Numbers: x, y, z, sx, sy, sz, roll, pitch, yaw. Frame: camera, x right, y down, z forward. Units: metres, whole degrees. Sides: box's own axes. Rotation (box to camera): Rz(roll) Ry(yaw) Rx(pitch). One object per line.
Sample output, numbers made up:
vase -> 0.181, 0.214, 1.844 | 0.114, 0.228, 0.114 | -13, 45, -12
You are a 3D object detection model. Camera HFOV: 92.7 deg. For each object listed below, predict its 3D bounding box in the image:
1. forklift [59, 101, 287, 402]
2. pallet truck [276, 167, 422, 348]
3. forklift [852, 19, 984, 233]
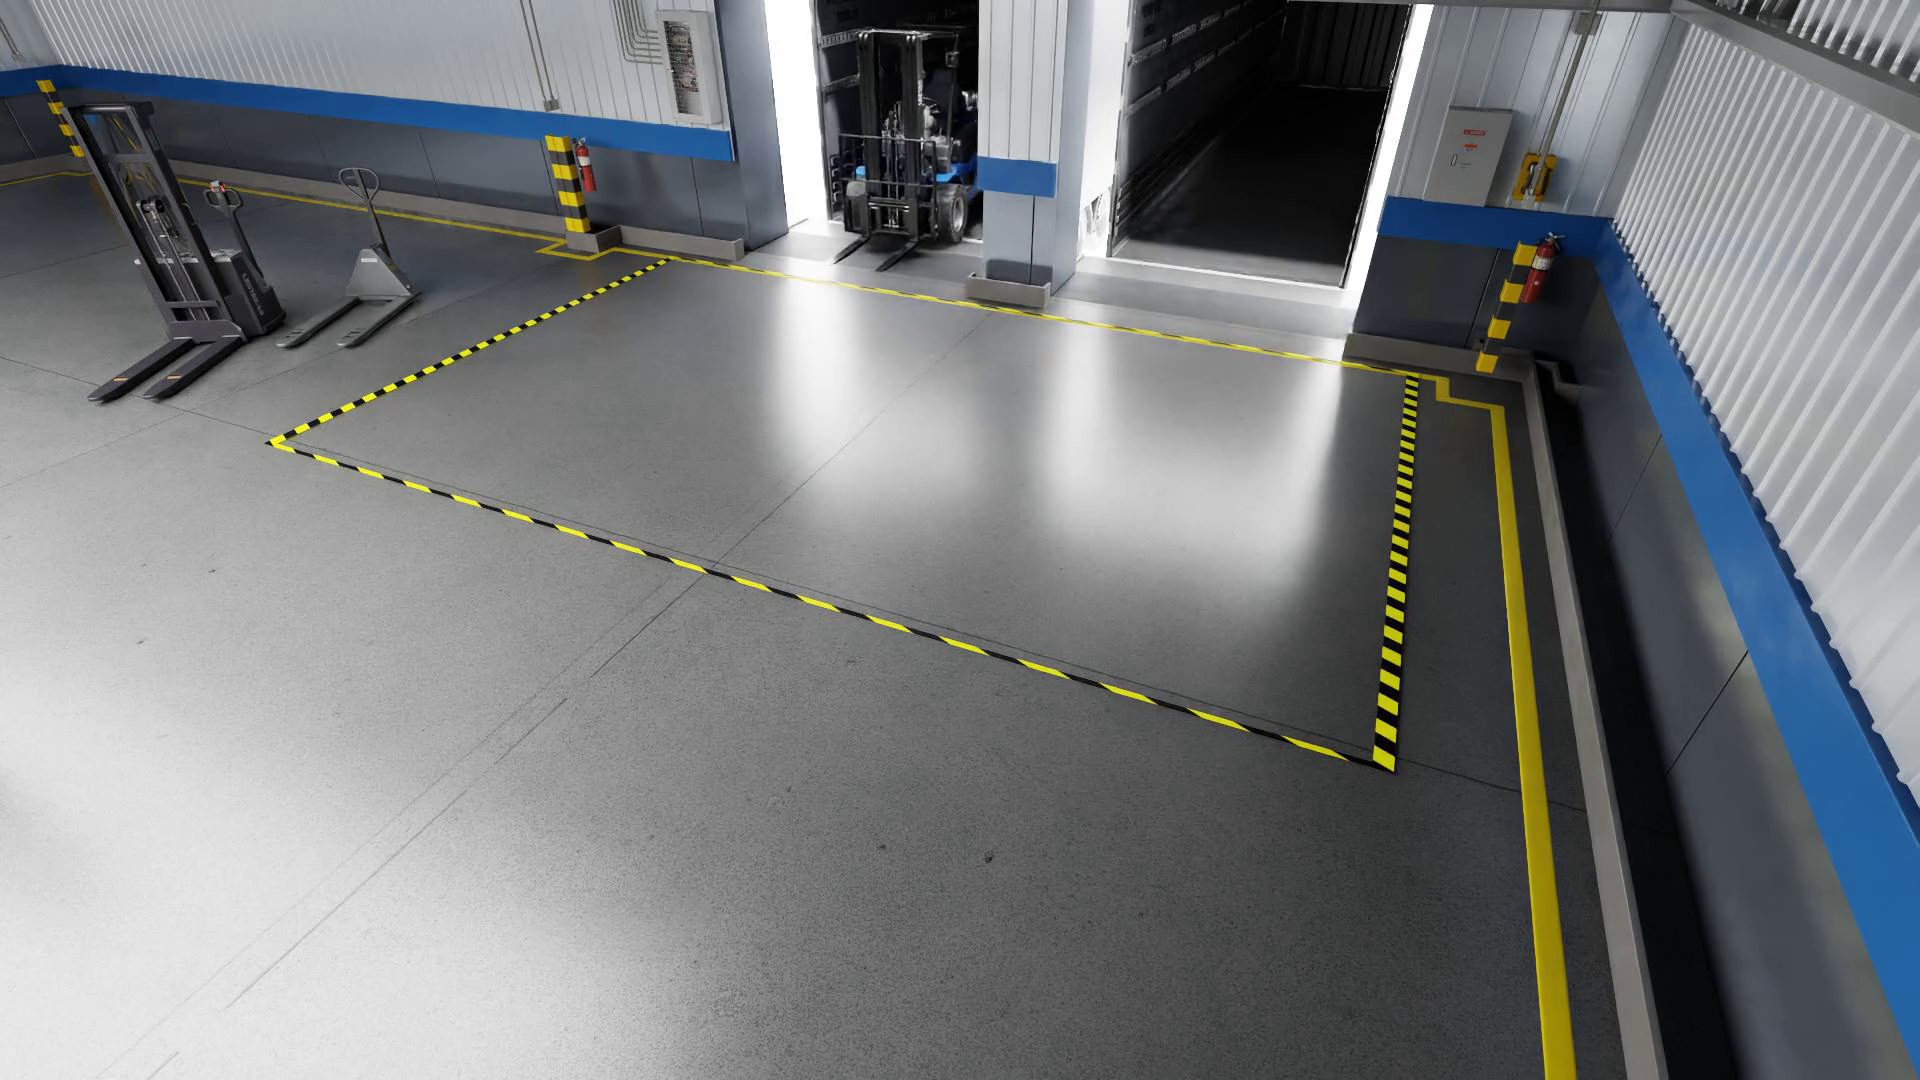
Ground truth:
forklift -> -6.686, -2.387, 7.434 | 0.823, 1.965, 1.885 | -3, 35, -5
pallet truck -> -5.732, -2.611, 8.414 | 0.680, 1.201, 1.601 | -1, 35, -1
forklift -> -0.380, -4.953, 10.790 | 1.157, 2.036, 2.680 | 11, 36, 15
